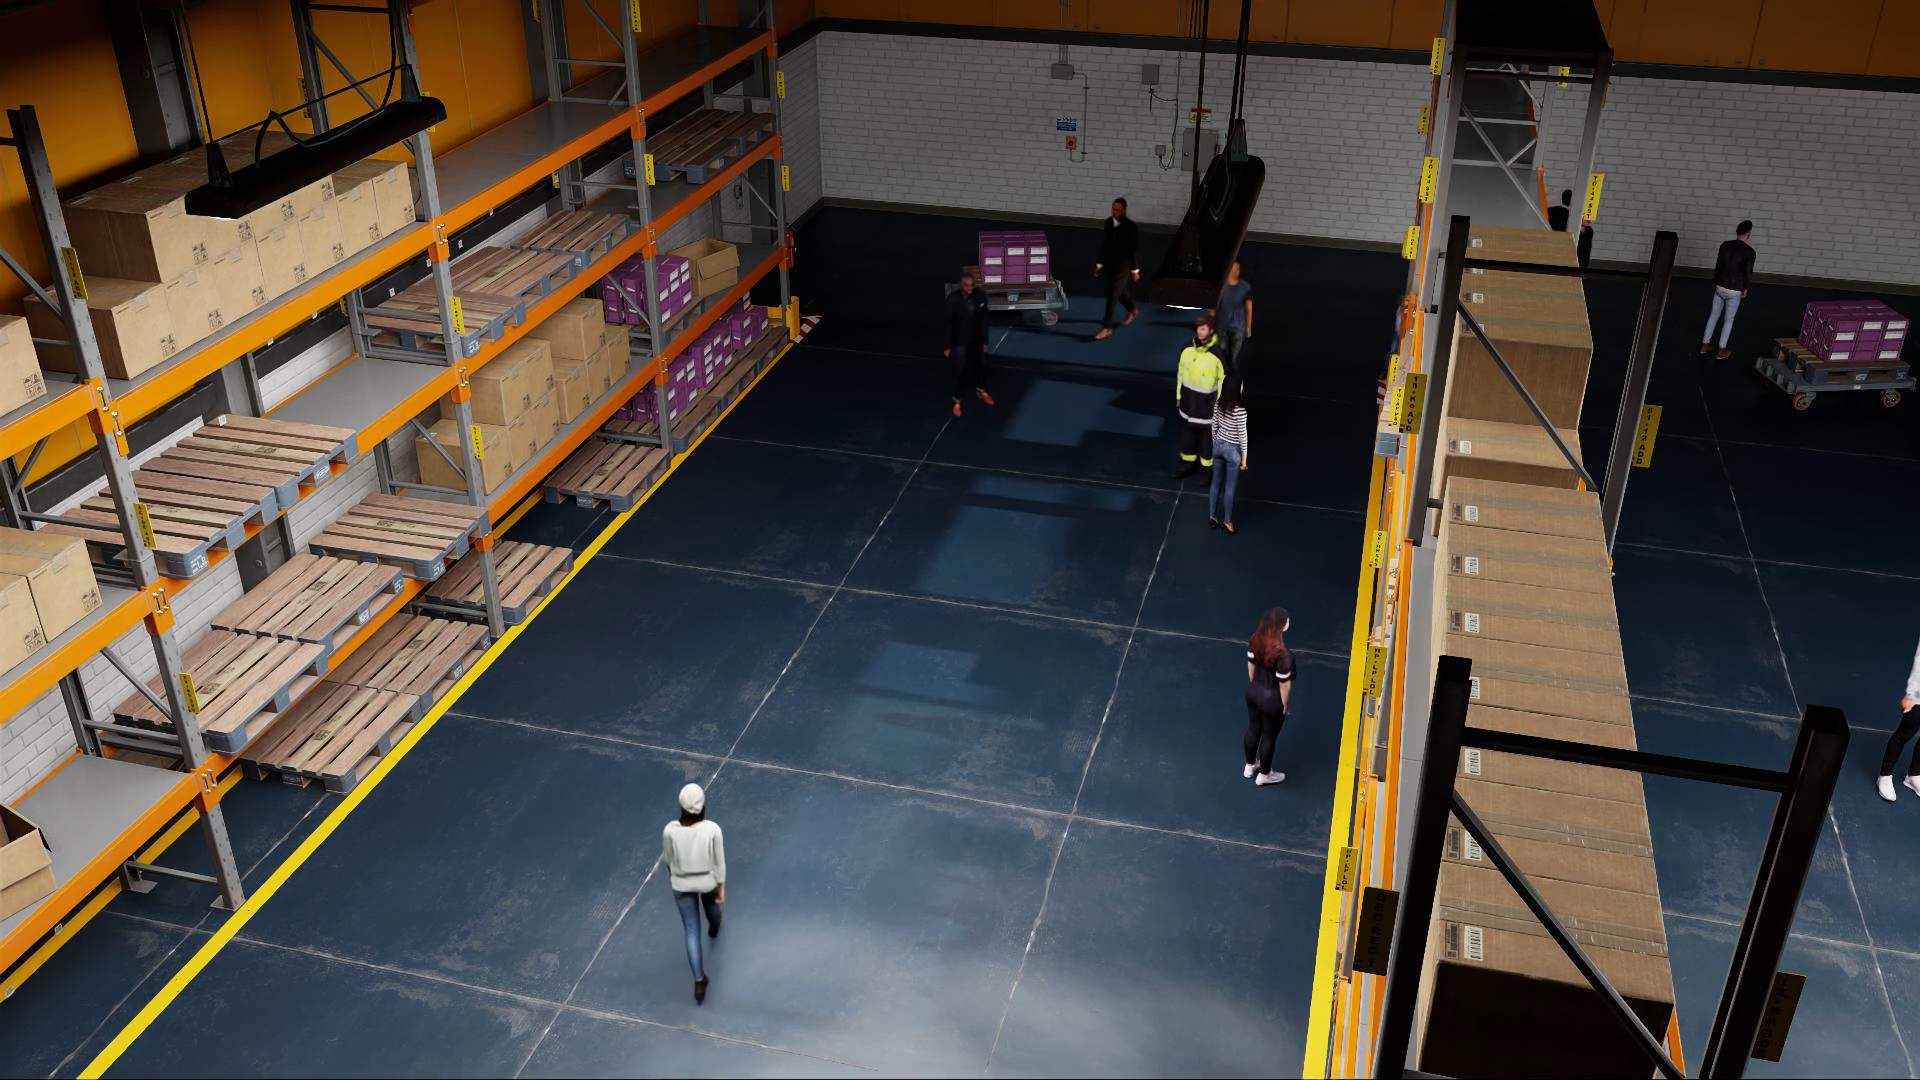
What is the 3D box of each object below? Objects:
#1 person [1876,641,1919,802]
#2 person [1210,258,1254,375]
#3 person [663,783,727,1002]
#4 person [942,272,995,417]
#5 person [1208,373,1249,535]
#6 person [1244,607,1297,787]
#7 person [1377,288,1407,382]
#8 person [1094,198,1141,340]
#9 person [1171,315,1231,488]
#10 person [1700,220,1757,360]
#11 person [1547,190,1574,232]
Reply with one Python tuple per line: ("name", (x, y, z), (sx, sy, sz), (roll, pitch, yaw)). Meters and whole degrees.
("person", (7.806, 1.220, 13.320), (0.747, 1.928, 0.685), (-1, 29, -1))
("person", (3.346, -2.664, 20.575), (0.744, 1.799, 0.803), (1, 29, 2))
("person", (-1.825, 2.424, 11.459), (0.847, 1.595, 1.158), (-3, 29, -6))
("person", (0.100, -2.400, 20.083), (0.975, 1.807, 0.981), (-10, 30, -17))
("person", (2.788, -0.894, 17.331), (0.655, 1.797, 0.642), (-23, 36, -35))
("person", (2.503, 1.262, 13.543), (0.766, 1.639, 0.713), (-17, 33, -29))
("person", (5.683, -2.603, 21.046), (0.879, 1.241, 0.820), (-14, 32, -24))
("person", (2.186, -3.697, 22.403), (1.310, 1.861, 1.118), (-24, 36, -36))
("person", (2.673, -1.556, 18.352), (0.861, 1.981, 0.808), (20, 34, 32))
("person", (10.002, -3.266, 21.647), (0.743, 1.830, 0.727), (-23, 36, -35))
("person", (8.117, -3.919, 22.876), (0.901, 1.798, 0.838), (-16, 32, -27))
